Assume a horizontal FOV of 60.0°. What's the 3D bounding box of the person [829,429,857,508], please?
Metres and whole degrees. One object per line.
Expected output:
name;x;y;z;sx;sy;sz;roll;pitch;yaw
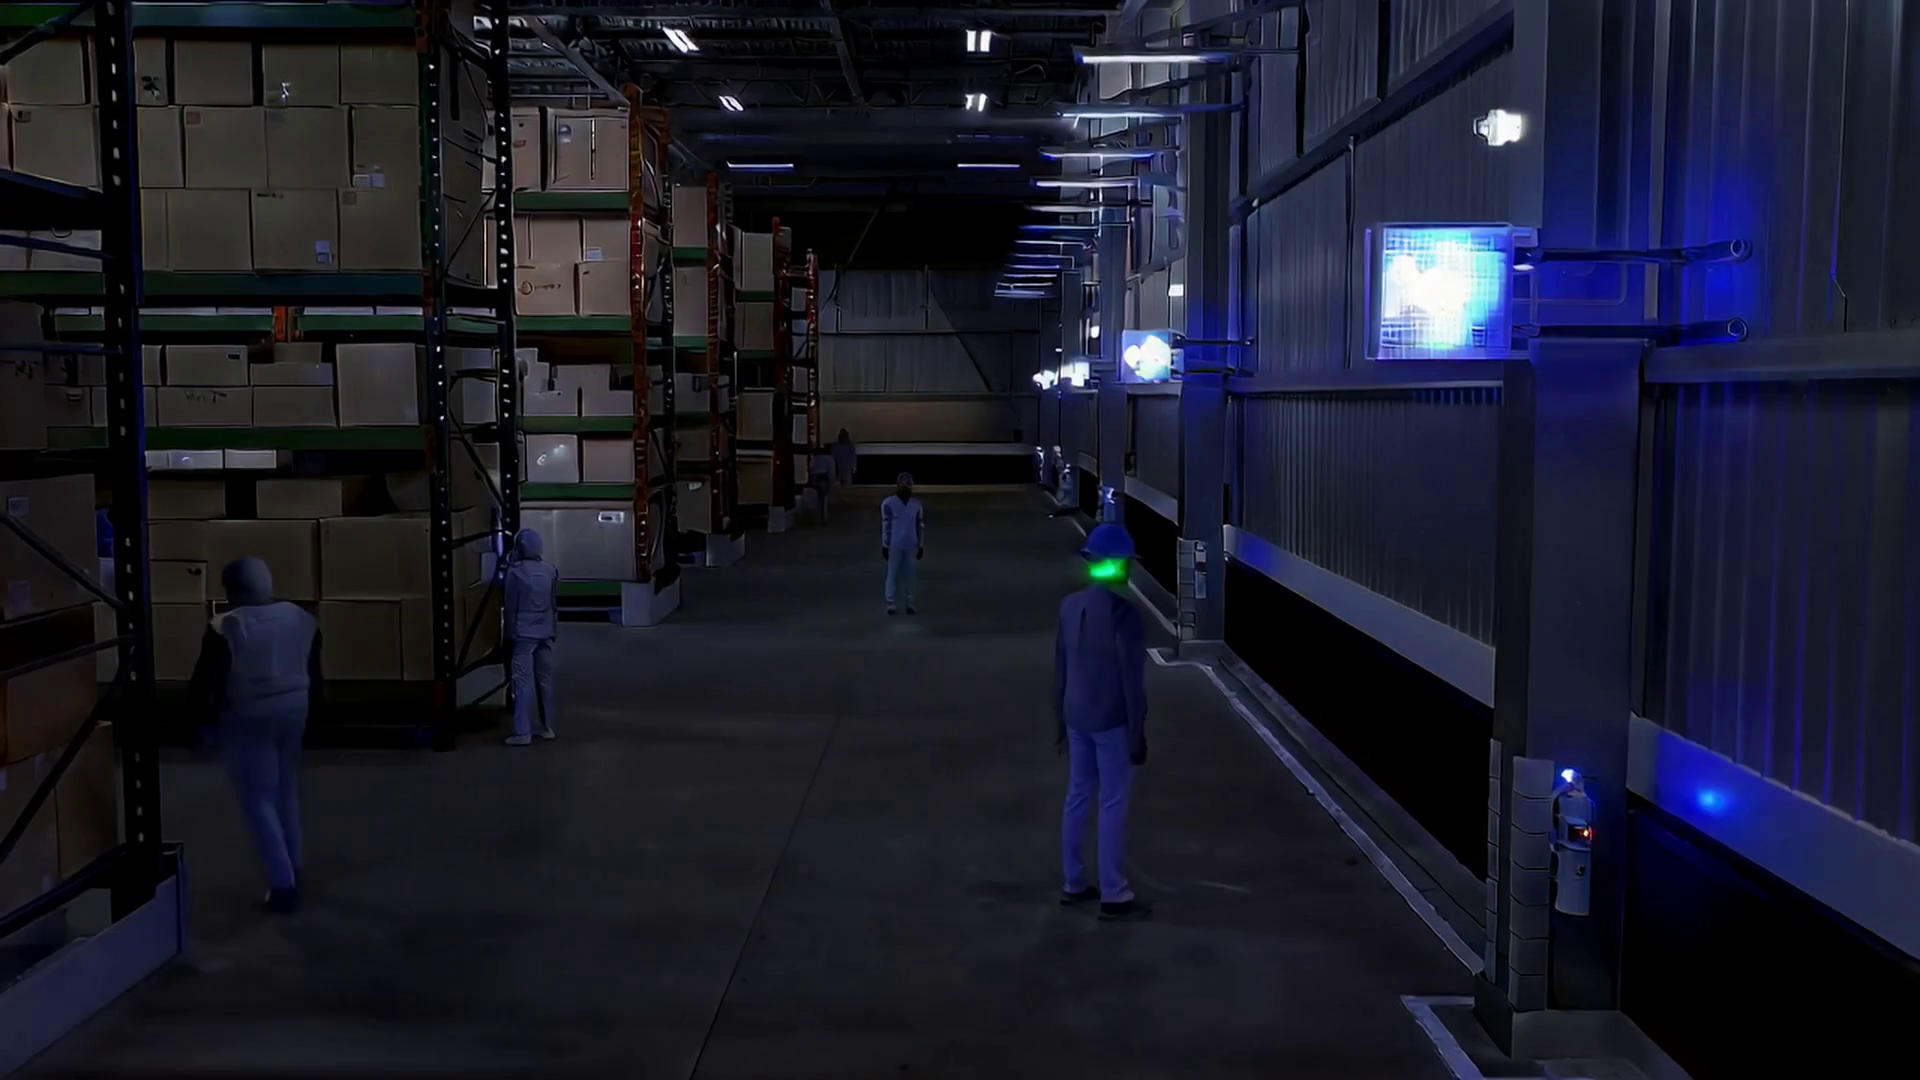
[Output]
person;-2.803;-1.694;39.513;0.644;1.873;0.842;0;5;6

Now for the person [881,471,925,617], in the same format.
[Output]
person;-0.670;0.052;19.867;0.562;1.743;0.347;-2;5;-27

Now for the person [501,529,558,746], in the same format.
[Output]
person;-3.241;0.733;12.582;0.314;1.629;0.527;3;6;30

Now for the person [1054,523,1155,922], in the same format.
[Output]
person;0.739;0.908;8.427;0.396;1.993;0.617;-4;6;-35

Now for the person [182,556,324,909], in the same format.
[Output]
person;-3.596;0.987;8.562;0.616;1.811;0.646;3;6;31

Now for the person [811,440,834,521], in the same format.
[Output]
person;-2.893;-1.238;34.946;0.494;1.726;0.639;0;5;0
